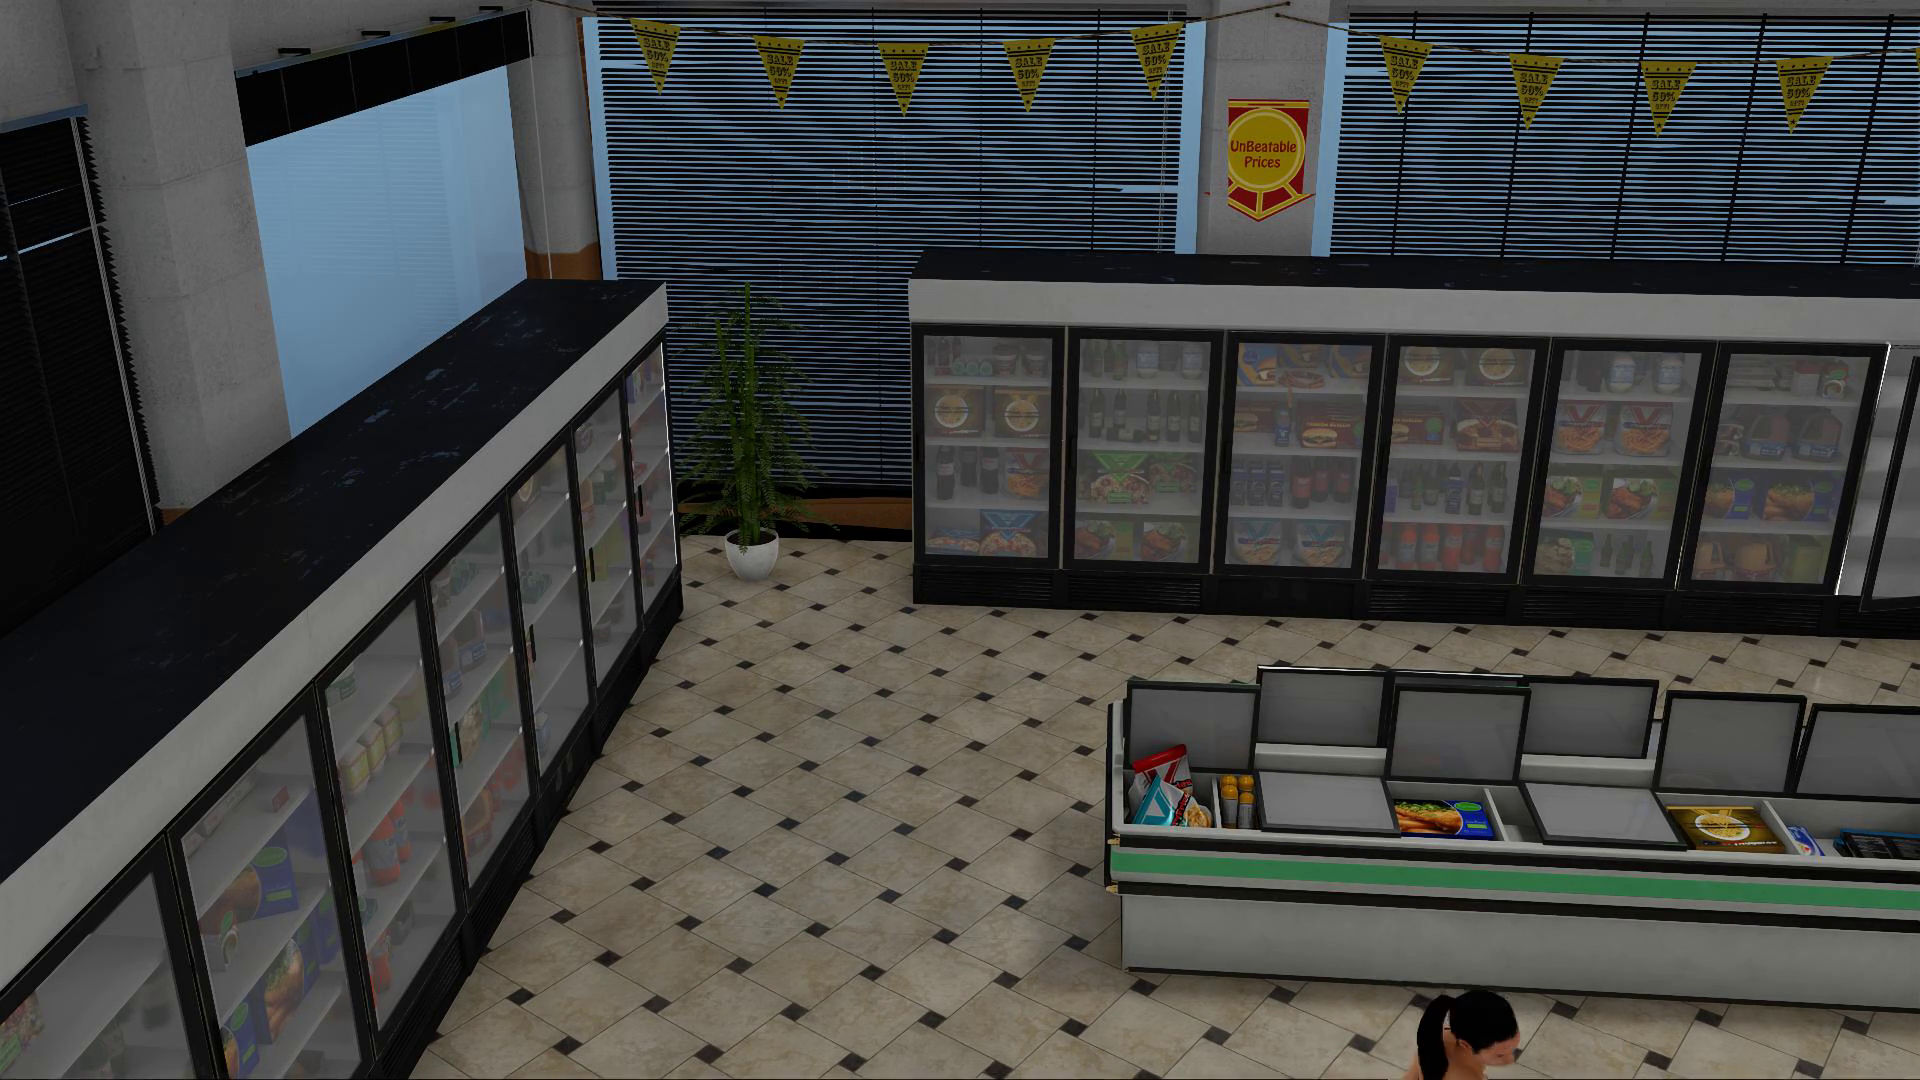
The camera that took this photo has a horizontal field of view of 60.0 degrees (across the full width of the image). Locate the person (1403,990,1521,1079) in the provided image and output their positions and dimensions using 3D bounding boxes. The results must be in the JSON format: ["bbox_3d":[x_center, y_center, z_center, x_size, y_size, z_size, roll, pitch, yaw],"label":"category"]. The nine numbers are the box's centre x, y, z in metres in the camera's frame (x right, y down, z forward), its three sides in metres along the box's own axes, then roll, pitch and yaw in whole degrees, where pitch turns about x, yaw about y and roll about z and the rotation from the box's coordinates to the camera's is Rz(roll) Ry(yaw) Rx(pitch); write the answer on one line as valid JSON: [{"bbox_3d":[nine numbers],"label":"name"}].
[{"bbox_3d":[1.425,2.058,5.283,0.653,1.700,0.786,-9,24,-22],"label":"person"}]
